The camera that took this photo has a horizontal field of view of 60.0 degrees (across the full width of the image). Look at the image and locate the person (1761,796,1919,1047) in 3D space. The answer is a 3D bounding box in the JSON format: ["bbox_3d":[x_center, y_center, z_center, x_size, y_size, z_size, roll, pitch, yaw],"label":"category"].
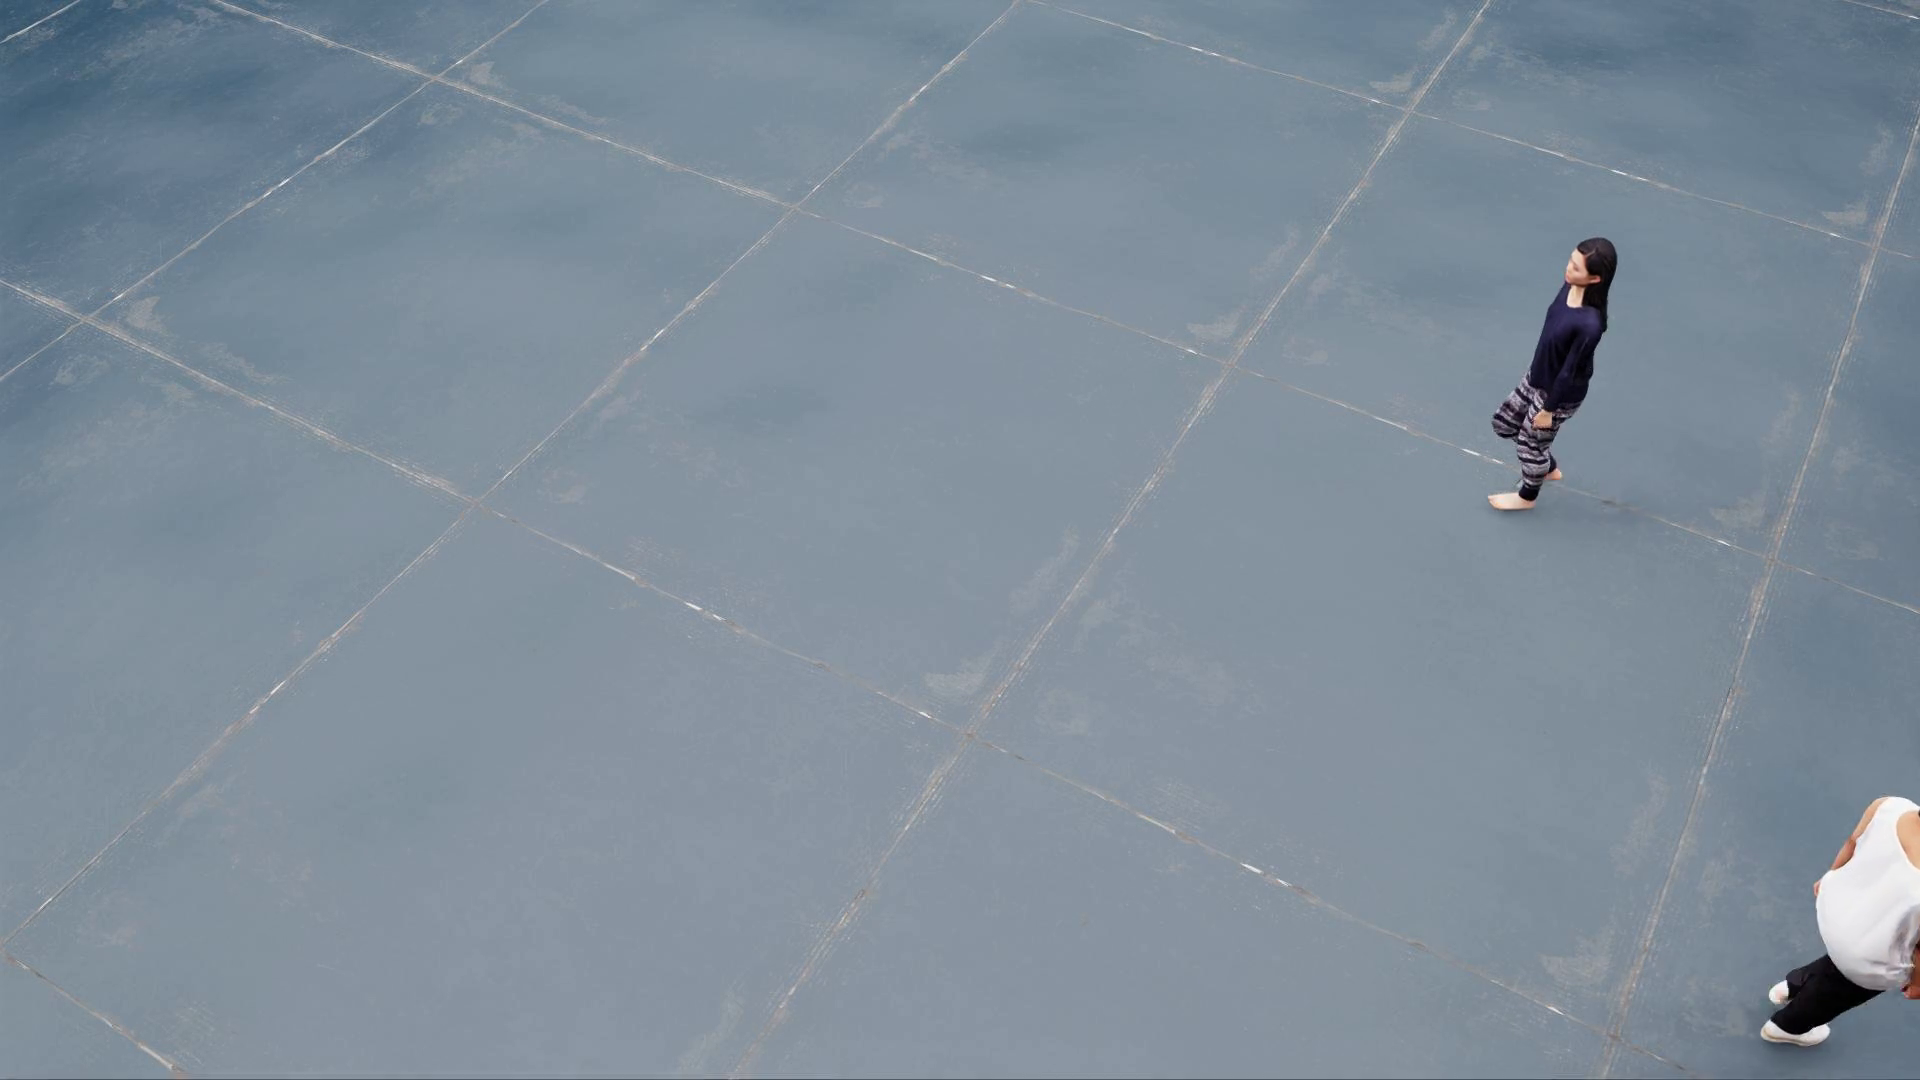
[{"bbox_3d":[3.311,1.415,6.120,0.776,1.674,0.759,0,47,0],"label":"person"}]

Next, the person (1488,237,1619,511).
[{"bbox_3d":[2.985,-0.775,8.111,0.785,1.721,0.747,3,47,3],"label":"person"}]
